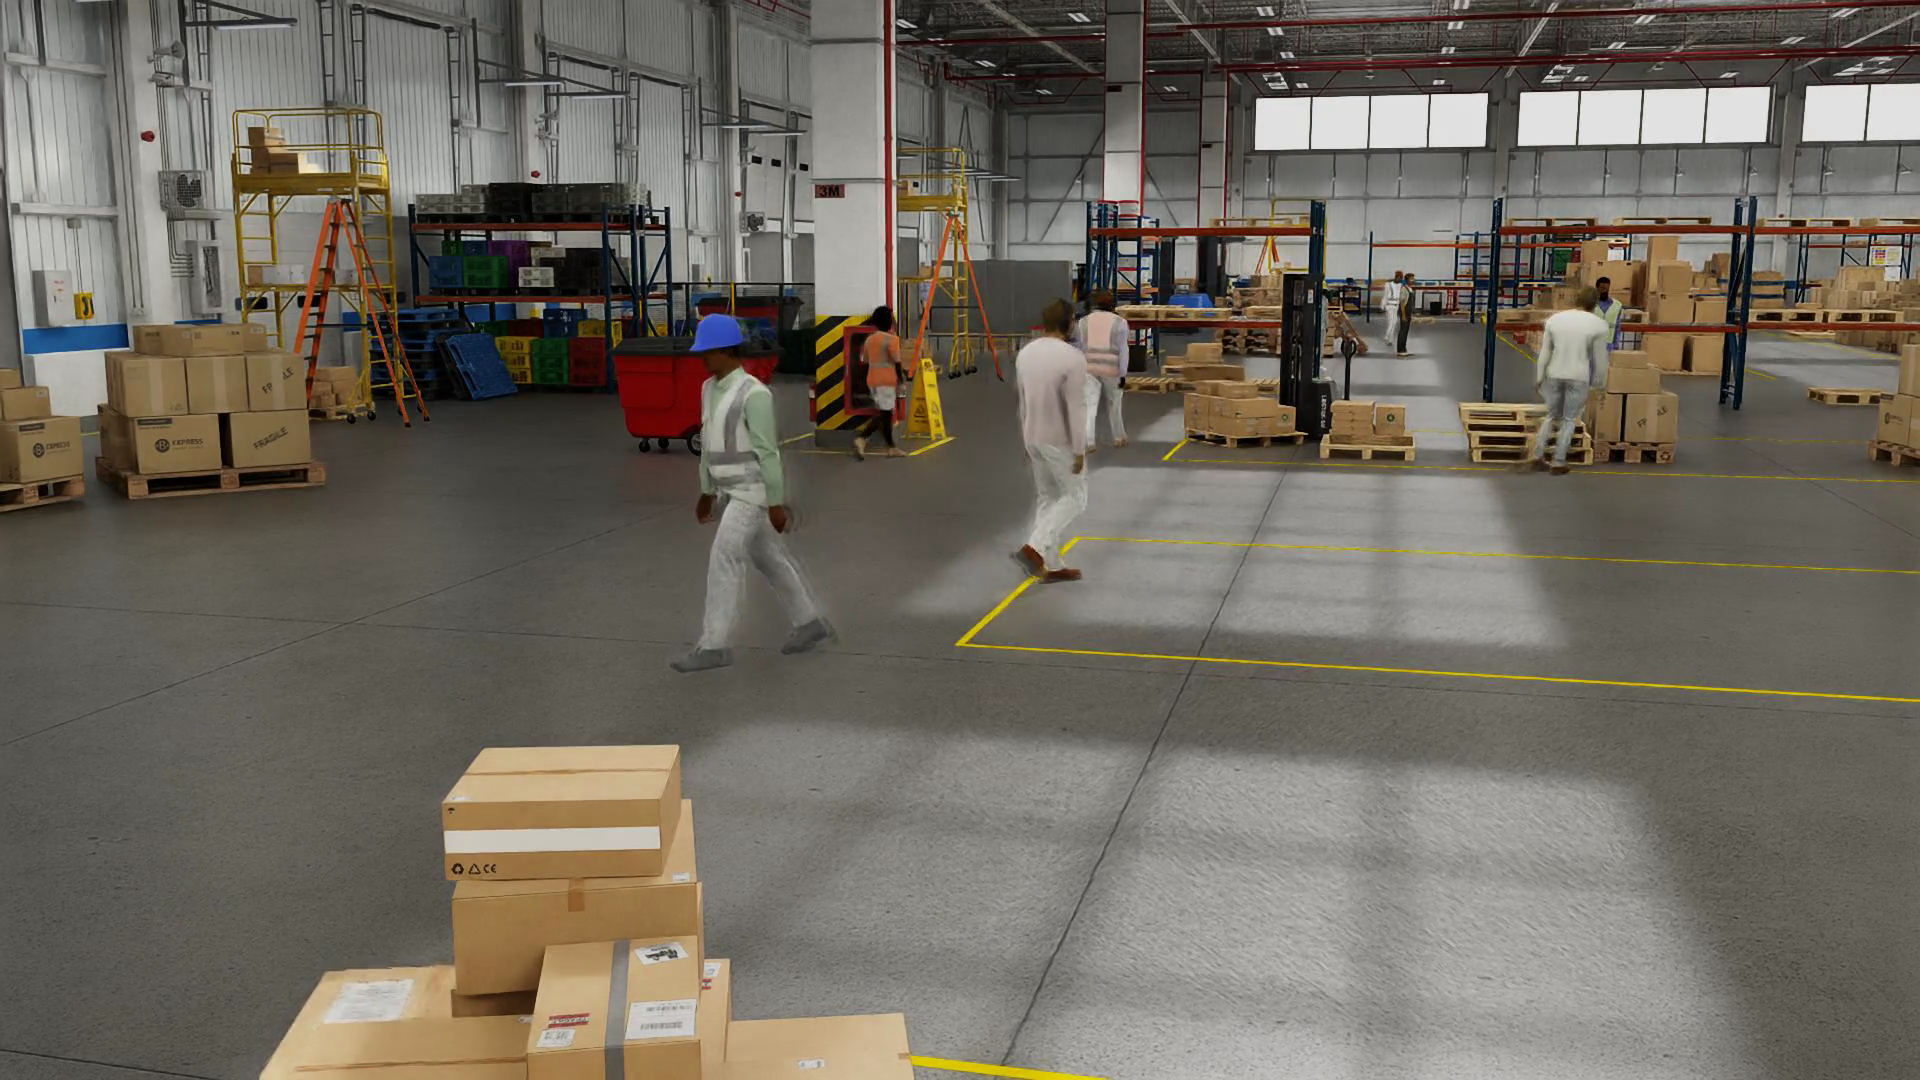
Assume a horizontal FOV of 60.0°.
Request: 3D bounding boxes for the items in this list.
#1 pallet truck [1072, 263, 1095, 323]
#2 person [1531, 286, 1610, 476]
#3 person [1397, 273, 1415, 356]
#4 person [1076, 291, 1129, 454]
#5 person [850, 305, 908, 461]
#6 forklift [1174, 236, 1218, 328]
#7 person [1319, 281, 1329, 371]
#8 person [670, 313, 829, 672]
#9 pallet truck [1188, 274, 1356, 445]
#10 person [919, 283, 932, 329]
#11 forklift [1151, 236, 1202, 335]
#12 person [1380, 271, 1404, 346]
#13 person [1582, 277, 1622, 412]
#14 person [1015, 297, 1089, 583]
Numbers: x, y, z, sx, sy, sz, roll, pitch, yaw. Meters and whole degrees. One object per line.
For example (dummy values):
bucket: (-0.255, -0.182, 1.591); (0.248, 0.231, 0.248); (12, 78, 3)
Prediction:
pallet truck: (4.325, -8.180, 55.162); (0.823, 1.965, 1.885); (6, 11, 31)
person: (6.115, -1.583, 16.620); (0.665, 1.895, 0.498); (8, 13, 39)
person: (9.877, -4.987, 36.810); (0.327, 1.843, 0.516); (6, 11, 31)
person: (1.625, -1.891, 18.714); (0.642, 1.789, 0.958); (4, 10, 21)
person: (-0.883, -1.677, 17.820); (0.742, 1.674, 0.542); (-7, 12, -36)
forklift: (7.496, -7.833, 50.522); (1.873, 2.768, 1.129); (-2, 10, -11)
person: (6.912, -4.115, 32.007); (0.486, 1.738, 0.321); (-5, 11, -28)
person: (-1.102, -0.269, 8.903); (0.951, 1.900, 0.584); (-5, 11, -28)
pallet truck: (3.653, -2.138, 19.590); (1.885, 1.965, 0.823); (-4, 10, -20)
person: (-0.956, -7.359, 50.535); (0.544, 1.930, 0.389); (-4, 10, -23)
forklift: (5.866, -7.214, 46.878); (1.873, 2.768, 1.129); (2, 10, 14)
person: (10.659, -5.672, 40.813); (0.647, 1.853, 0.559); (-5, 11, -27)
person: (8.984, -2.739, 23.404); (0.585, 1.911, 0.391); (0, 10, -2)
person: (0.589, -0.635, 10.973); (0.538, 1.924, 0.629); (-8, 12, -38)
